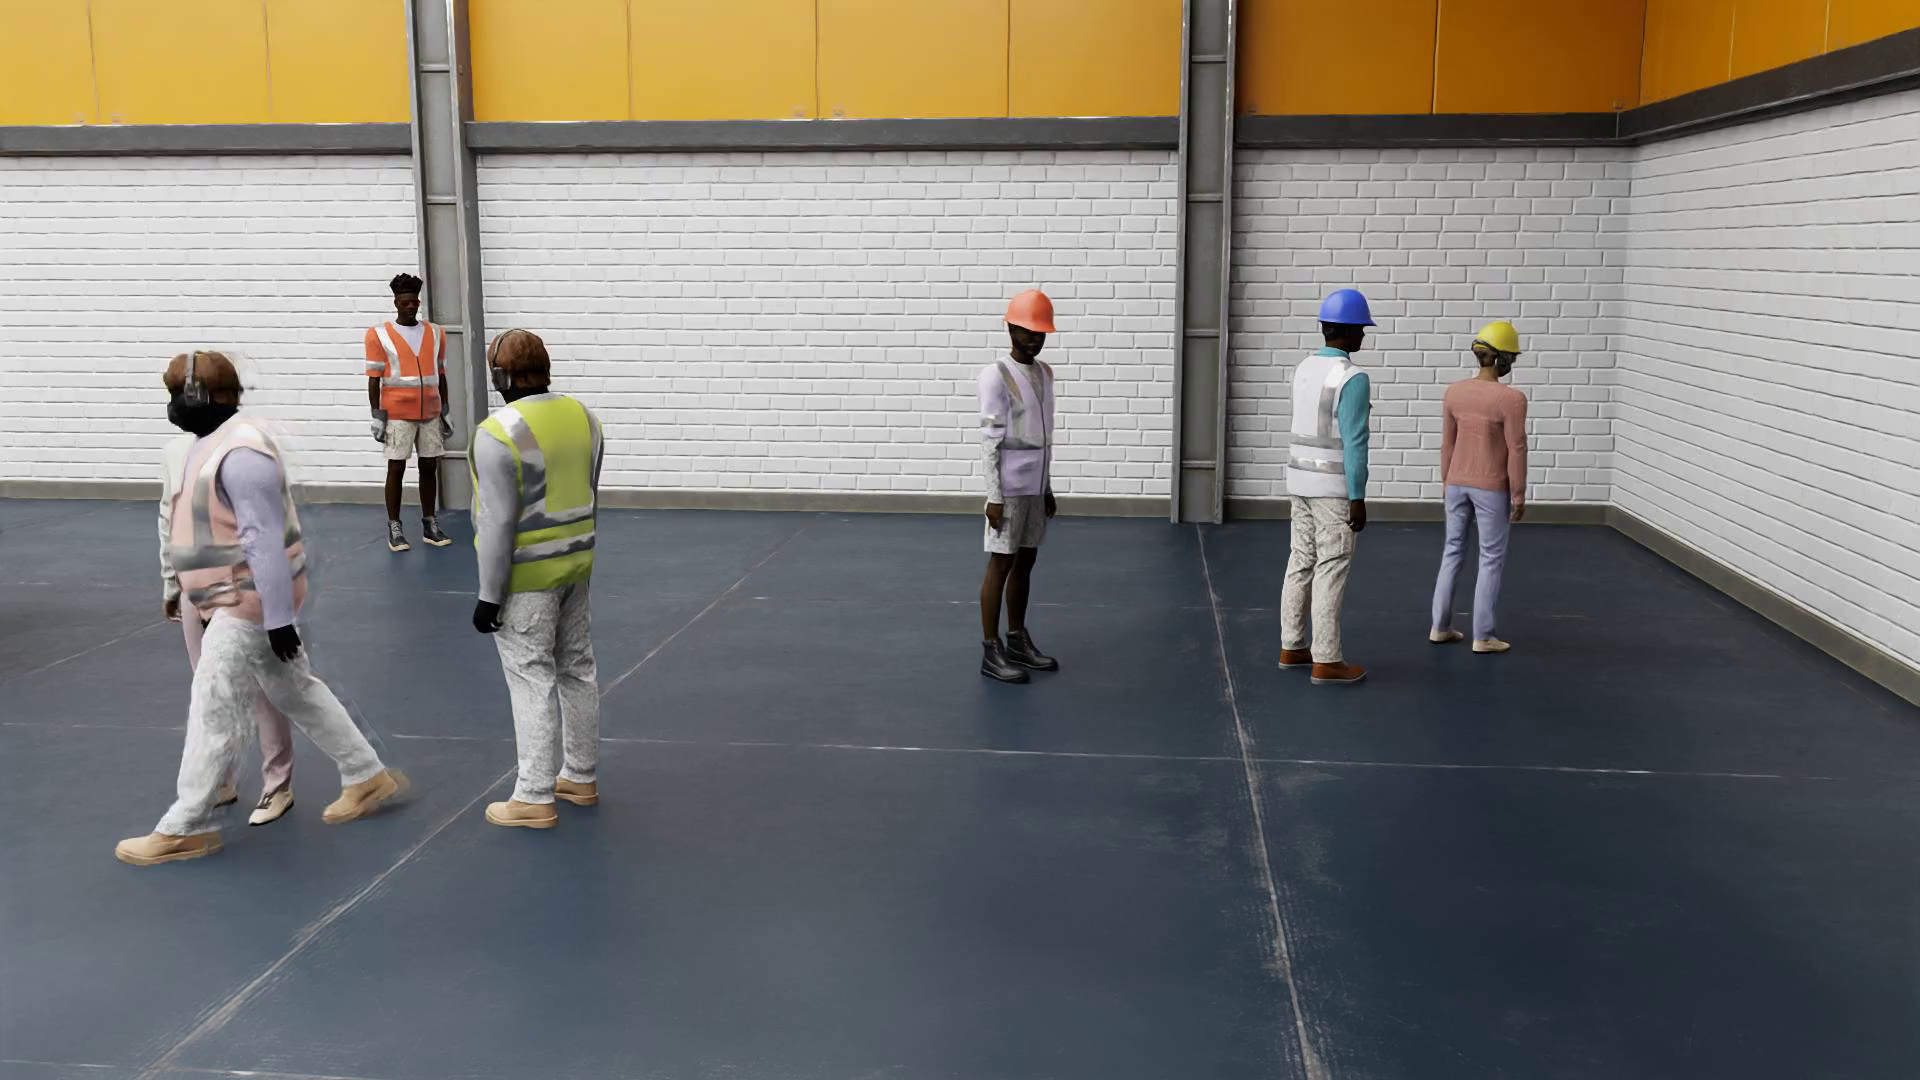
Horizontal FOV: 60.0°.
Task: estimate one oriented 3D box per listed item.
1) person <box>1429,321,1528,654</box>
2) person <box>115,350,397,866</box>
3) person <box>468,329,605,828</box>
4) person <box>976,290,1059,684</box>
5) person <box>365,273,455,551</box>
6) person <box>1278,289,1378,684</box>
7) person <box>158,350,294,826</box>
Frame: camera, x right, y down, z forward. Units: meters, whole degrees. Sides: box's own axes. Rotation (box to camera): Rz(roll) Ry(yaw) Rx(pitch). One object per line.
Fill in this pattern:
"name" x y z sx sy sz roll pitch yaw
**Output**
"person" 2.775 -0.274 8.807 0.341 1.755 0.532 -7 12 -34
"person" -2.520 0.211 5.954 0.974 1.784 0.652 -6 12 -32
"person" -1.582 0.144 6.172 0.430 1.840 0.619 5 11 25
"person" 0.317 -0.268 8.259 0.382 1.930 0.547 7 12 35
"person" -3.903 -0.912 11.847 0.618 1.963 0.361 -9 13 -42
"person" 1.837 -0.264 8.236 0.425 1.938 0.603 -3 10 -19
"person" -2.733 0.182 6.163 0.532 1.766 0.316 3 10 15
